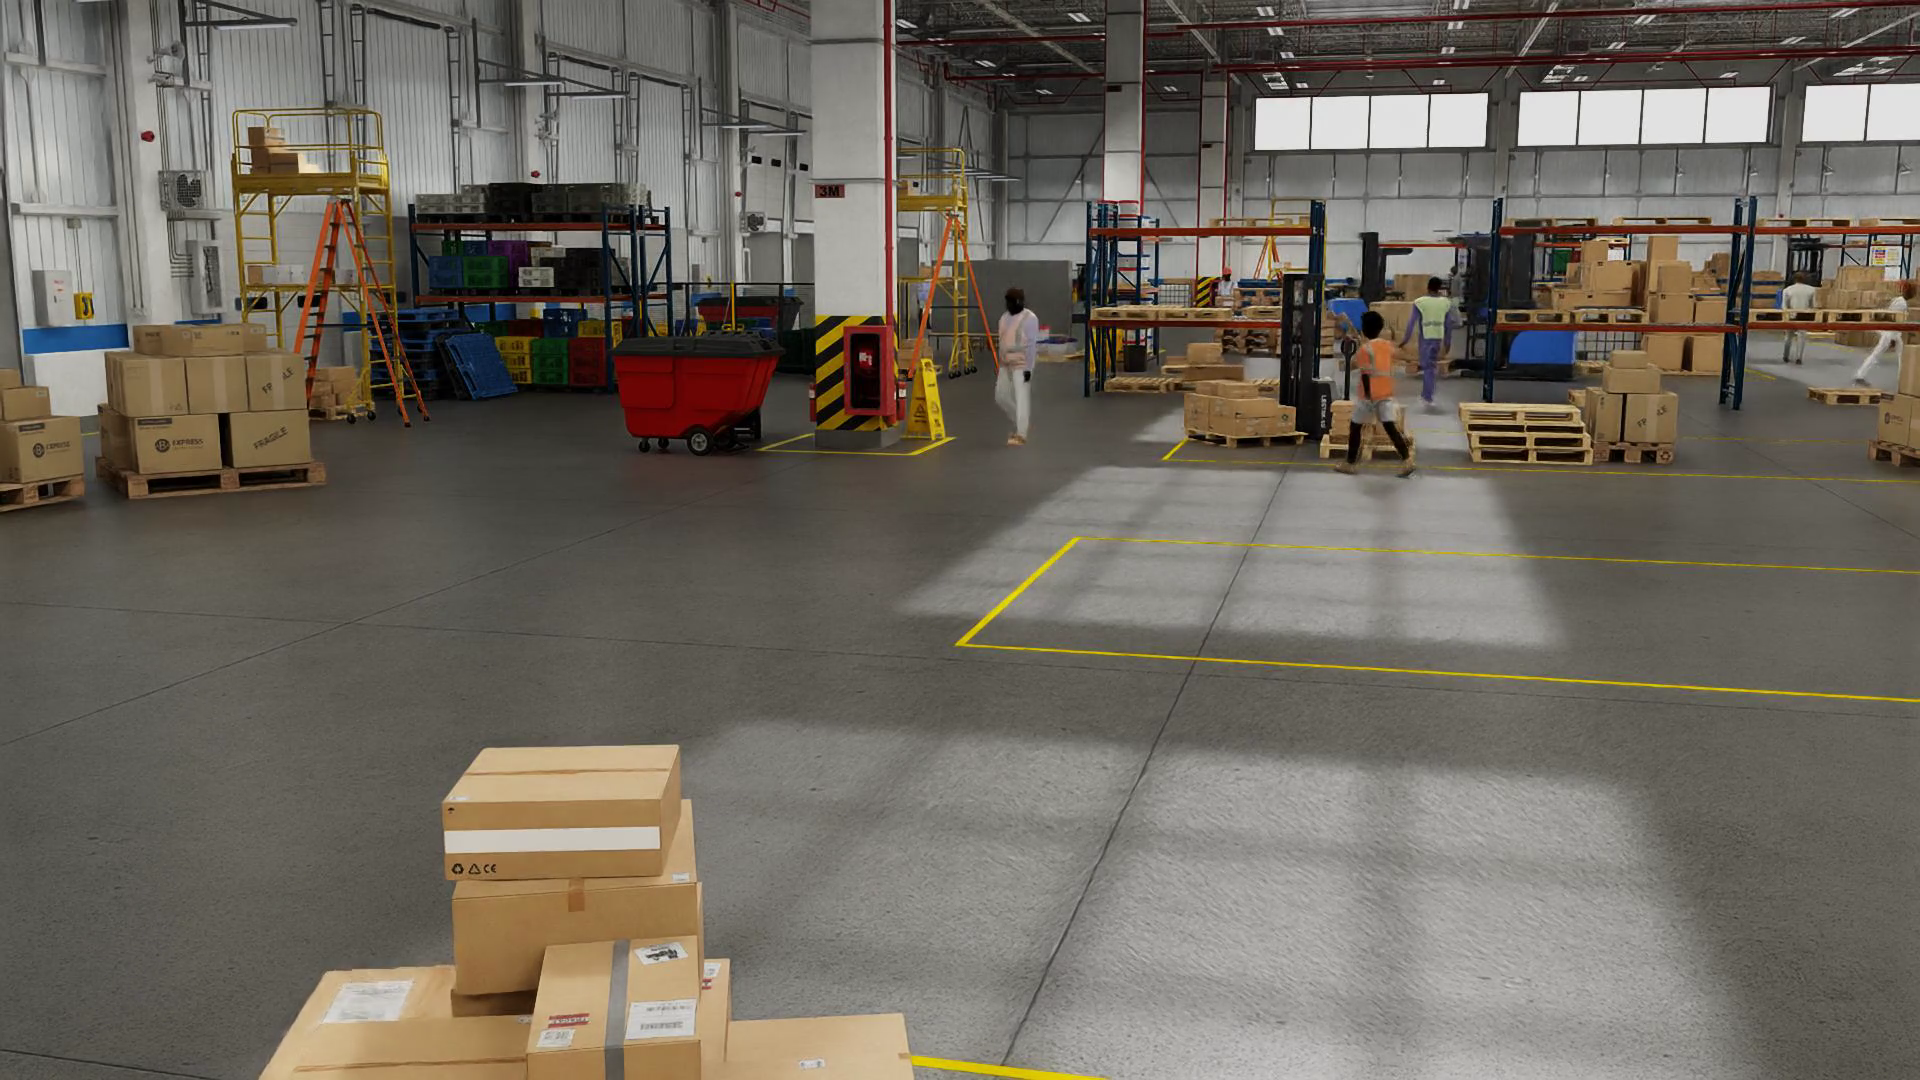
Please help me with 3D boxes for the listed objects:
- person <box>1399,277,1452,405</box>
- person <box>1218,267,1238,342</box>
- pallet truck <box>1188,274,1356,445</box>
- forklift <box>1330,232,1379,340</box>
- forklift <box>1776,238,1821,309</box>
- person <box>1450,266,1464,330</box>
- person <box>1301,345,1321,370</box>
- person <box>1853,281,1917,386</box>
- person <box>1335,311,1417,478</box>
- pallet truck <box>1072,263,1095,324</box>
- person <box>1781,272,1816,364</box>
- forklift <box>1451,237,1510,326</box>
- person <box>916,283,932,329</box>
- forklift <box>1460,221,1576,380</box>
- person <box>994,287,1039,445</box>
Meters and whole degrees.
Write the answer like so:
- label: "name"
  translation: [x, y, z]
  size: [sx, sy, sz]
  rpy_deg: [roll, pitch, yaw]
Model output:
- label: "person"
  translation: [6.918, -2.955, 24.726]
  size: [0.631, 1.876, 0.792]
  rpy_deg: [-3, 10, -16]
- label: "person"
  translation: [6.872, -6.059, 42.857]
  size: [0.549, 1.934, 0.374]
  rpy_deg: [7, 12, 36]
- label: "pallet truck"
  translation: [3.653, -2.138, 19.590]
  size: [1.885, 1.965, 0.823]
  rpy_deg: [-4, 10, -20]
- label: "forklift"
  translation: [10.660, -6.633, 43.457]
  size: [1.873, 2.768, 1.129]
  rpy_deg: [1, 10, 8]
- label: "forklift"
  translation: [28.239, -8.736, 55.839]
  size: [1.129, 2.768, 1.873]
  rpy_deg: [2, 10, 13]
- label: "person"
  translation: [15.084, -7.328, 50.419]
  size: [0.565, 1.913, 0.841]
  rpy_deg: [4, 11, 24]
- label: "person"
  translation: [6.796, -4.127, 32.065]
  size: [0.485, 1.739, 0.319]
  rpy_deg: [-8, 13, -41]
- label: "person"
  translation: [15.754, -3.465, 28.077]
  size: [1.157, 1.789, 0.591]
  rpy_deg: [6, 11, 31]
- label: "person"
  translation: [4.160, -1.443, 16.493]
  size: [0.525, 1.661, 0.867]
  rpy_deg: [-6, 11, -32]
- label: "pallet truck"
  translation: [4.325, -8.180, 55.162]
  size: [0.823, 1.965, 1.885]
  rpy_deg: [6, 11, 31]
- label: "person"
  translation: [17.217, -4.557, 34.193]
  size: [0.650, 1.887, 1.040]
  rpy_deg: [4, 10, 22]
- label: "forklift"
  translation: [16.480, -8.160, 52.451]
  size: [1.873, 2.768, 1.129]
  rpy_deg: [1, 10, 3]
- label: "person"
  translation: [-1.066, -7.373, 50.620]
  size: [0.544, 1.930, 0.389]
  rpy_deg: [-4, 11, -24]
- label: "forklift"
  translation: [10.038, -4.296, 29.700]
  size: [1.873, 2.768, 1.129]
  rpy_deg: [4, 10, 22]
- label: "person"
  translation: [0.654, -2.012, 19.342]
  size: [0.432, 1.831, 0.625]
  rpy_deg: [-8, 13, -40]
